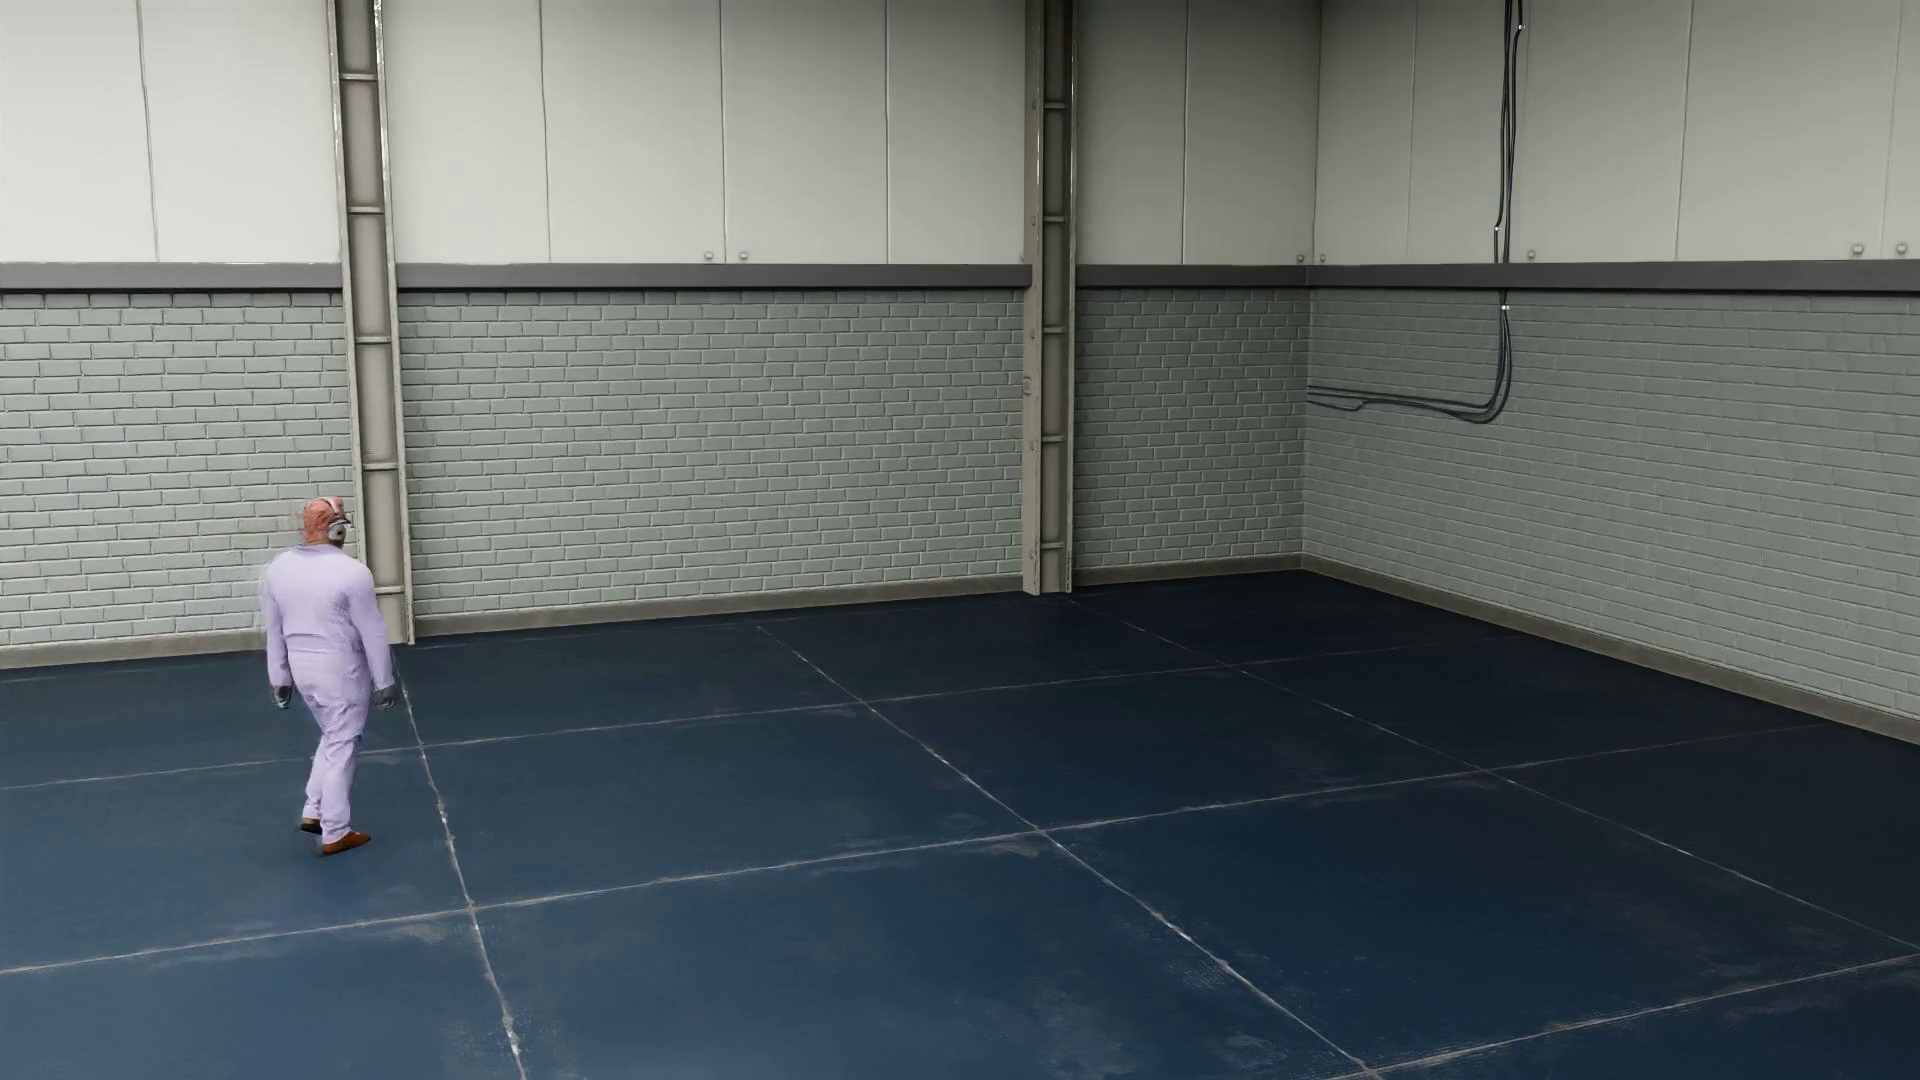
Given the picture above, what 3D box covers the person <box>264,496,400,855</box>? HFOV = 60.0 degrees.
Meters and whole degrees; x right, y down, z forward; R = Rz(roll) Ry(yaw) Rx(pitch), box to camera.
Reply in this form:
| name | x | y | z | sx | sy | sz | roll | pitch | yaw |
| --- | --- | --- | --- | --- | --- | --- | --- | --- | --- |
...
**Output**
| name | x | y | z | sx | sy | sz | roll | pitch | yaw |
| --- | --- | --- | --- | --- | --- | --- | --- | --- | --- |
| person | -3.266 | 0.708 | 8.738 | 0.657 | 1.888 | 0.445 | 4 | 10 | 26 |
